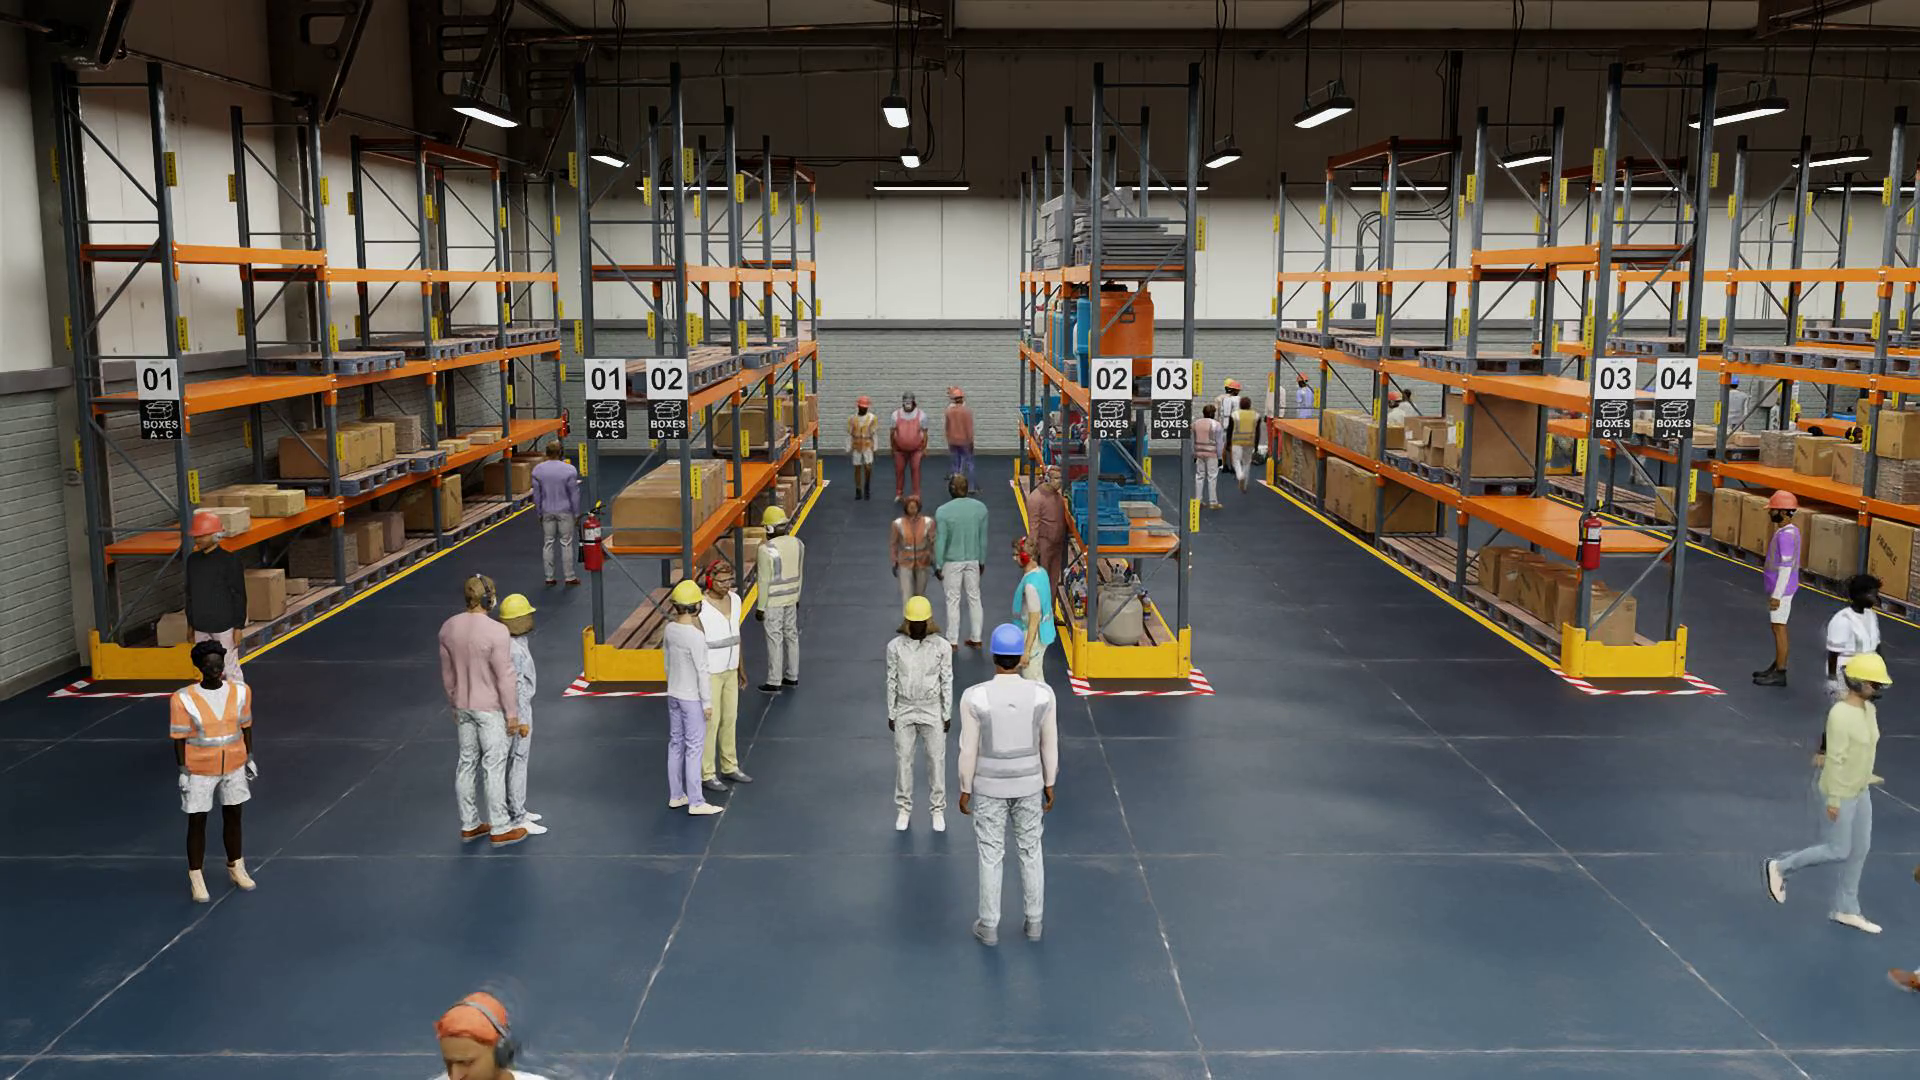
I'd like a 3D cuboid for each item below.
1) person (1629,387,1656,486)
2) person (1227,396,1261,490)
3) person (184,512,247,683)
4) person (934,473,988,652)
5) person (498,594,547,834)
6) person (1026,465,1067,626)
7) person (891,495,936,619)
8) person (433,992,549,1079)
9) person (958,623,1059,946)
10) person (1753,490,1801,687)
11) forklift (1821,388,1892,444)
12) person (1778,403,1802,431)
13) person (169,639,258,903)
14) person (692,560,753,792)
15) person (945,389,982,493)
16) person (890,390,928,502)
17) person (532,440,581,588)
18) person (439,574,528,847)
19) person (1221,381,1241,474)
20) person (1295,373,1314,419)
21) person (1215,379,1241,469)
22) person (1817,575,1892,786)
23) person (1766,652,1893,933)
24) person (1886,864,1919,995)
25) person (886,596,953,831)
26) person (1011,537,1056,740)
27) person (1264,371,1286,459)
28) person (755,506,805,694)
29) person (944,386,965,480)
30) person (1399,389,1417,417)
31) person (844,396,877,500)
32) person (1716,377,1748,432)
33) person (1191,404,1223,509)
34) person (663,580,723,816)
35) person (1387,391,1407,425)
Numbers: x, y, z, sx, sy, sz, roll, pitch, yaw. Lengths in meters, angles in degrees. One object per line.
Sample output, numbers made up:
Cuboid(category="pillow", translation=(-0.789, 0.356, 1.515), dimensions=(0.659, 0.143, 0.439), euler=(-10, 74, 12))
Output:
Cuboid(category="person", translation=(13.393, -2.019, 32.500), dimensions=(0.434, 1.934, 0.627), euler=(1, 9, 6))
Cuboid(category="person", translation=(5.392, -1.825, 31.582), dimensions=(0.630, 1.829, 0.661), euler=(-1, 9, -5))
Cuboid(category="person", translation=(-6.515, 0.742, 14.521), dimensions=(0.623, 1.991, 0.390), euler=(3, 9, 20))
Cuboid(category="person", translation=(0.008, 0.245, 17.935), dimensions=(0.631, 1.933, 0.363), euler=(-4, 10, -25))
Cuboid(category="person", translation=(-3.187, 1.250, 12.049), dimensions=(0.282, 1.746, 0.493), euler=(-3, 9, -20))
Cuboid(category="person", translation=(1.022, 0.083, 19.089), dimensions=(0.400, 1.900, 0.646), euler=(6, 11, 35))
Cuboid(category="person", translation=(-0.522, 0.279, 18.773), dimensions=(0.519, 1.598, 0.848), euler=(-1, 9, -7))
Cuboid(category="person", translation=(-1.362, 2.271, 5.244), dimensions=(0.687, 1.830, 1.010), euler=(1, 9, 9))
Cuboid(category="person", translation=(0.286, 1.465, 10.015), dimensions=(0.614, 1.945, 0.403), euler=(-2, 9, -12))
Cuboid(category="person", translation=(8.067, 0.477, 16.410), dimensions=(0.358, 1.938, 0.548), euler=(5, 10, 27))
Cuboid(category="forklift", translation=(20.072, -3.110, 36.462), dimensions=(1.873, 2.768, 1.129), euler=(0, 9, 0))
Cuboid(category="person", translation=(14.780, -1.527, 29.637), dimensions=(0.403, 1.832, 0.586), euler=(1, 9, 7))
Cuboid(category="person", translation=(-4.820, 1.473, 10.766), dimensions=(0.322, 1.697, 0.530), euler=(9, 12, 44))
Cuboid(category="person", translation=(-1.911, 1.055, 13.043), dimensions=(0.404, 1.831, 0.573), euler=(5, 10, 30))
Cuboid(category="person", translation=(0.058, -1.852, 31.373), dimensions=(0.751, 1.962, 0.497), euler=(7, 11, 38))
Cuboid(category="person", translation=(-0.926, -1.684, 29.979), dimensions=(0.686, 2.000, 0.536), euler=(0, 9, 2))
Cuboid(category="person", translation=(-5.238, -0.339, 21.654), dimensions=(0.631, 1.940, 0.372), euler=(1, 9, 8))
Cuboid(category="person", translation=(-3.374, 1.199, 11.757), dimensions=(0.627, 1.941, 0.371), euler=(5, 10, 28))
Cuboid(category="person", translation=(5.660, -2.337, 34.540), dimensions=(0.375, 1.927, 0.543), euler=(-5, 10, -32))
Cuboid(category="person", translation=(7.721, -2.797, 37.501), dimensions=(0.546, 1.928, 0.381), euler=(-8, 12, -41))
Cuboid(category="person", translation=(5.700, -2.461, 35.336), dimensions=(0.587, 1.928, 0.362), euler=(2, 9, 10))
Cuboid(category="person", translation=(7.199, 1.106, 13.240), dimensions=(0.533, 1.664, 0.738), euler=(-7, 11, -37))
Cuboid(category="person", translation=(5.404, 1.524, 10.266), dimensions=(0.533, 1.745, 0.585), euler=(-7, 11, -37))
Cuboid(category="person", translation=(5.340, 1.663, 8.874), dimensions=(0.645, 1.901, 0.911), euler=(-5, 10, -31))
Cuboid(category="person", translation=(-0.296, 1.254, 12.054), dimensions=(0.485, 1.737, 0.322), euler=(1, 9, 5))
Cuboid(category="person", translation=(0.619, 0.882, 14.120), dimensions=(0.388, 1.837, 0.563), euler=(1, 9, 7))
Cuboid(category="person", translation=(7.038, -2.796, 37.278), dimensions=(0.376, 1.995, 0.611), euler=(-5, 10, -29))
Cuboid(category="person", translation=(-1.767, 0.576, 16.111), dimensions=(0.404, 1.832, 0.589), euler=(6, 11, 35))
Cuboid(category="person", translation=(-0.125, -2.157, 33.472), dimensions=(0.407, 1.902, 0.639), euler=(2, 9, 10))
Cuboid(category="person", translation=(9.061, -2.152, 33.793), dimensions=(0.541, 1.797, 0.851), euler=(-2, 9, -15))
Cuboid(category="person", translation=(-1.816, -1.665, 30.270), dimensions=(0.591, 1.910, 0.547), euler=(0, 9, 1))
Cuboid(category="person", translation=(16.632, -2.534, 35.806), dimensions=(0.633, 1.952, 0.475), euler=(0, 9, 2))
Cuboid(category="person", translation=(4.359, -1.461, 29.183), dimensions=(0.628, 1.843, 0.429), euler=(8, 12, 41))
Cuboid(category="person", translation=(-2.021, 1.176, 12.451), dimensions=(0.307, 1.772, 0.526), euler=(-8, 12, -42))
Cuboid(category="person", translation=(7.915, -1.720, 30.354), dimensions=(0.396, 1.992, 0.623), euler=(7, 11, 38))
